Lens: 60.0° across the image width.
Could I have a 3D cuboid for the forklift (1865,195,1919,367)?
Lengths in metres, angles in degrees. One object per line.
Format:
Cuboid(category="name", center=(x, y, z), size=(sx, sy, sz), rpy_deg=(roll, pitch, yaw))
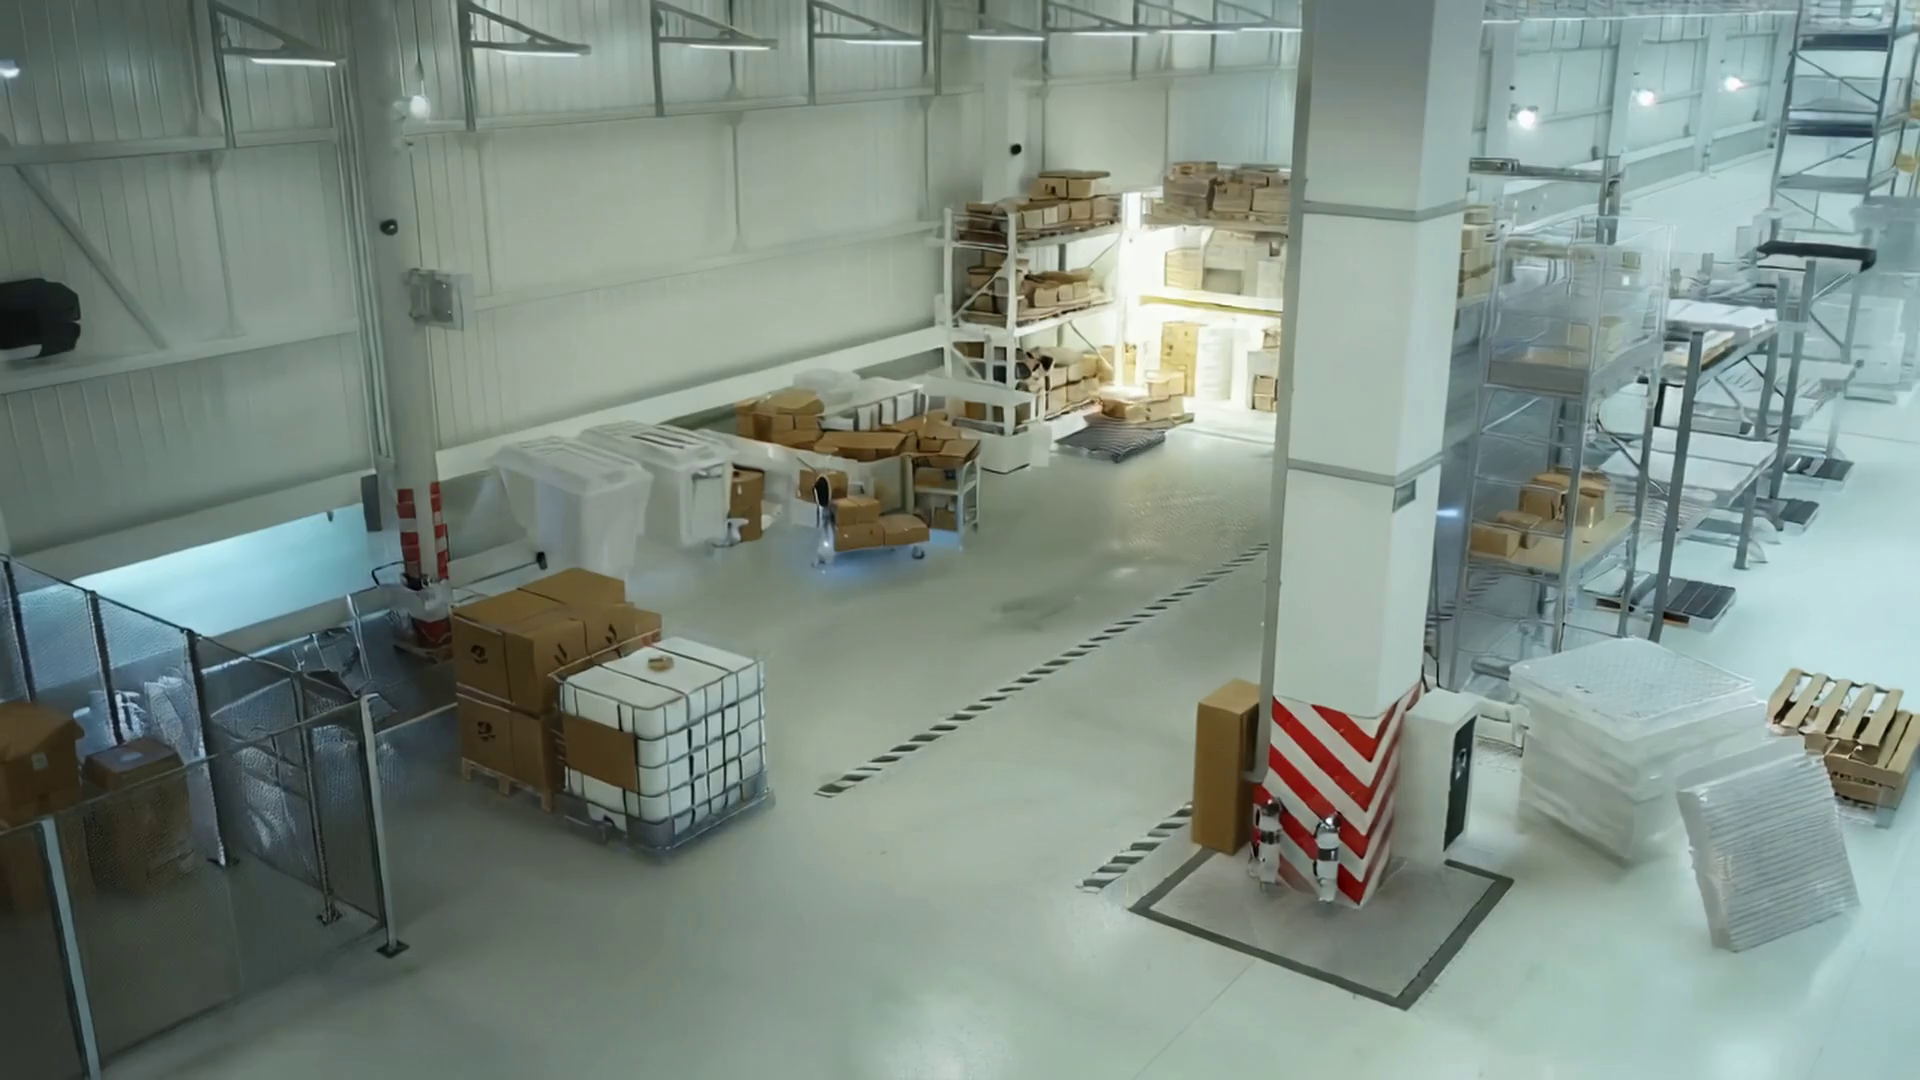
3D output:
Cuboid(category="forklift", center=(14.101, -3.802, 25.256), size=(1.129, 2.768, 1.873), rpy_deg=(13, 22, 34))
